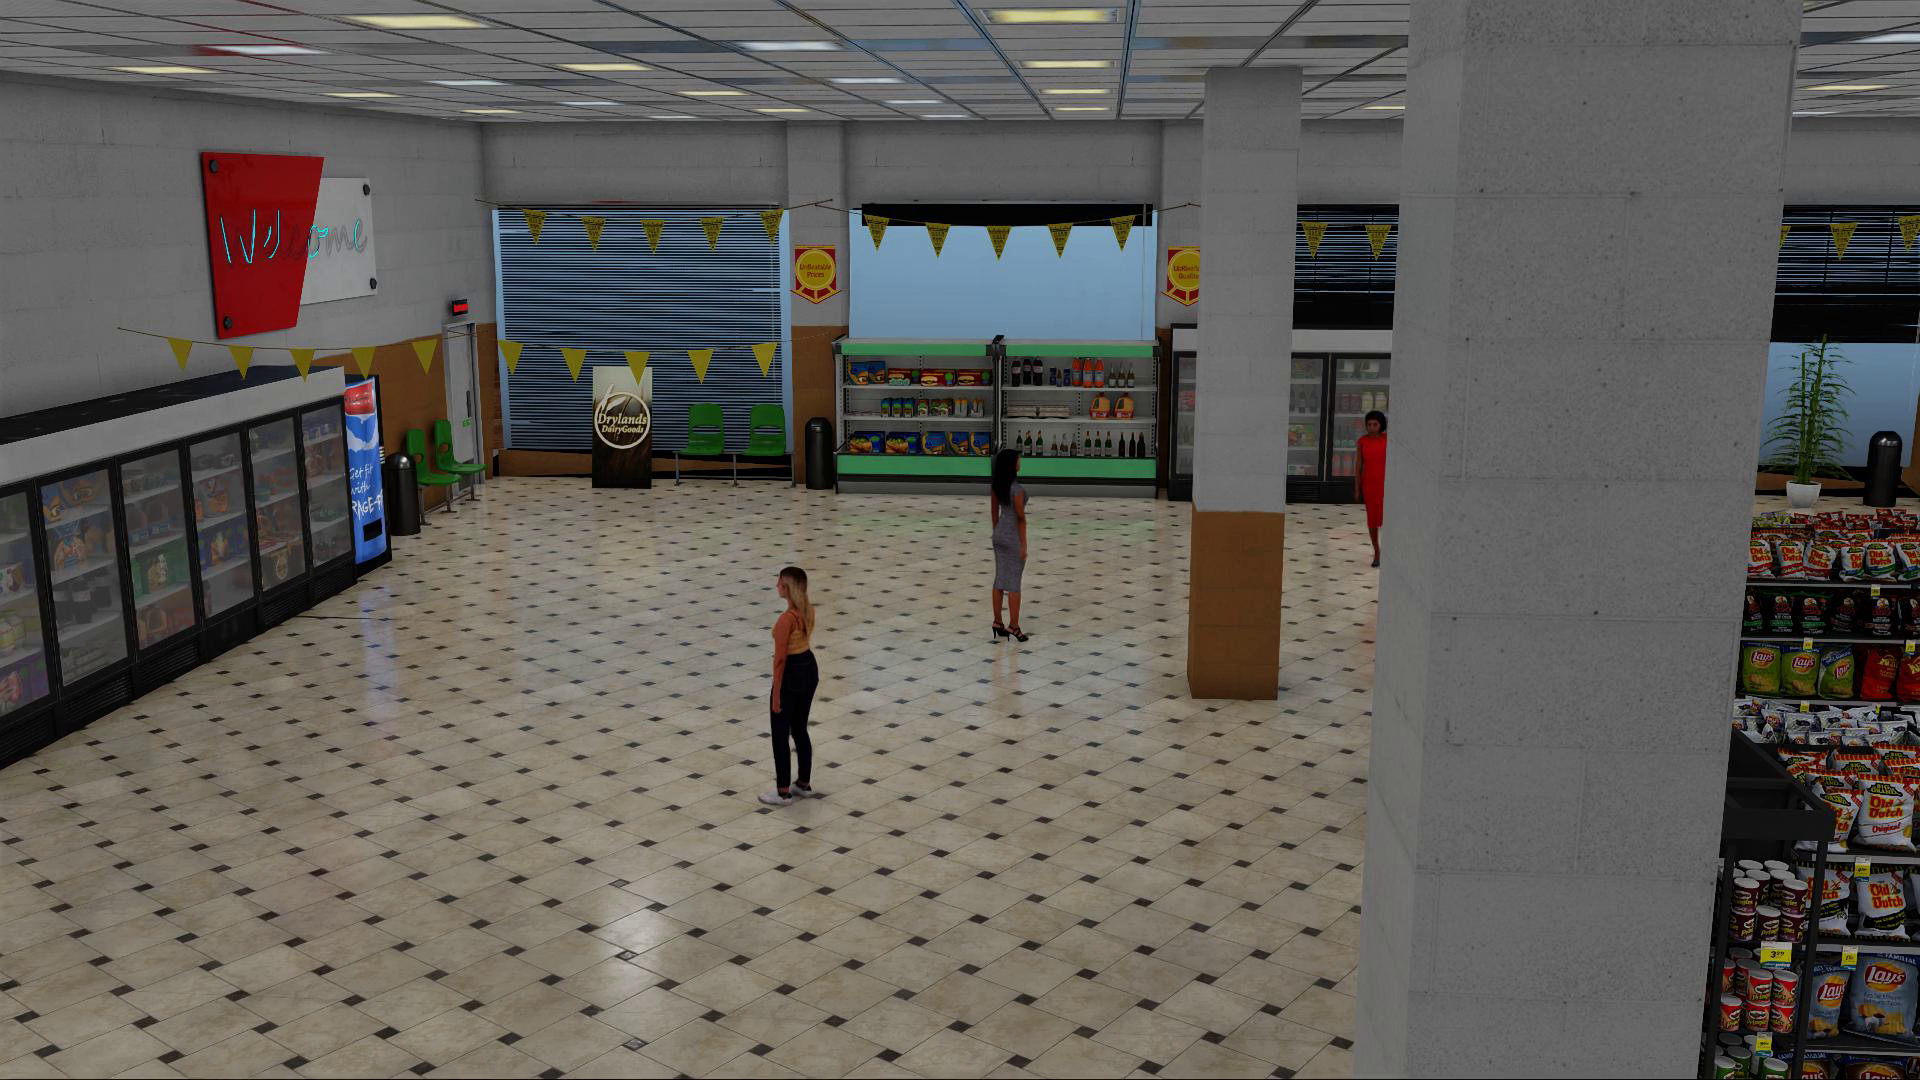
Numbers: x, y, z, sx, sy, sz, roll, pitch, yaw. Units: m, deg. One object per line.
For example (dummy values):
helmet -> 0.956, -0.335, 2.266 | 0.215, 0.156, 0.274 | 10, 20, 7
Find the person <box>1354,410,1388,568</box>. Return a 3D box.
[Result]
person -> 4.614, -0.569, 18.288 | 0.742, 1.730, 0.816 | 7, 14, 30

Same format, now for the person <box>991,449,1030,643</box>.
person -> 0.441, 0.043, 15.258 | 0.710, 1.781, 0.660 | -9, 15, -36

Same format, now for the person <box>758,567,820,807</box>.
person -> -1.078, 0.975, 11.212 | 0.703, 1.625, 0.680 | 6, 13, 27
